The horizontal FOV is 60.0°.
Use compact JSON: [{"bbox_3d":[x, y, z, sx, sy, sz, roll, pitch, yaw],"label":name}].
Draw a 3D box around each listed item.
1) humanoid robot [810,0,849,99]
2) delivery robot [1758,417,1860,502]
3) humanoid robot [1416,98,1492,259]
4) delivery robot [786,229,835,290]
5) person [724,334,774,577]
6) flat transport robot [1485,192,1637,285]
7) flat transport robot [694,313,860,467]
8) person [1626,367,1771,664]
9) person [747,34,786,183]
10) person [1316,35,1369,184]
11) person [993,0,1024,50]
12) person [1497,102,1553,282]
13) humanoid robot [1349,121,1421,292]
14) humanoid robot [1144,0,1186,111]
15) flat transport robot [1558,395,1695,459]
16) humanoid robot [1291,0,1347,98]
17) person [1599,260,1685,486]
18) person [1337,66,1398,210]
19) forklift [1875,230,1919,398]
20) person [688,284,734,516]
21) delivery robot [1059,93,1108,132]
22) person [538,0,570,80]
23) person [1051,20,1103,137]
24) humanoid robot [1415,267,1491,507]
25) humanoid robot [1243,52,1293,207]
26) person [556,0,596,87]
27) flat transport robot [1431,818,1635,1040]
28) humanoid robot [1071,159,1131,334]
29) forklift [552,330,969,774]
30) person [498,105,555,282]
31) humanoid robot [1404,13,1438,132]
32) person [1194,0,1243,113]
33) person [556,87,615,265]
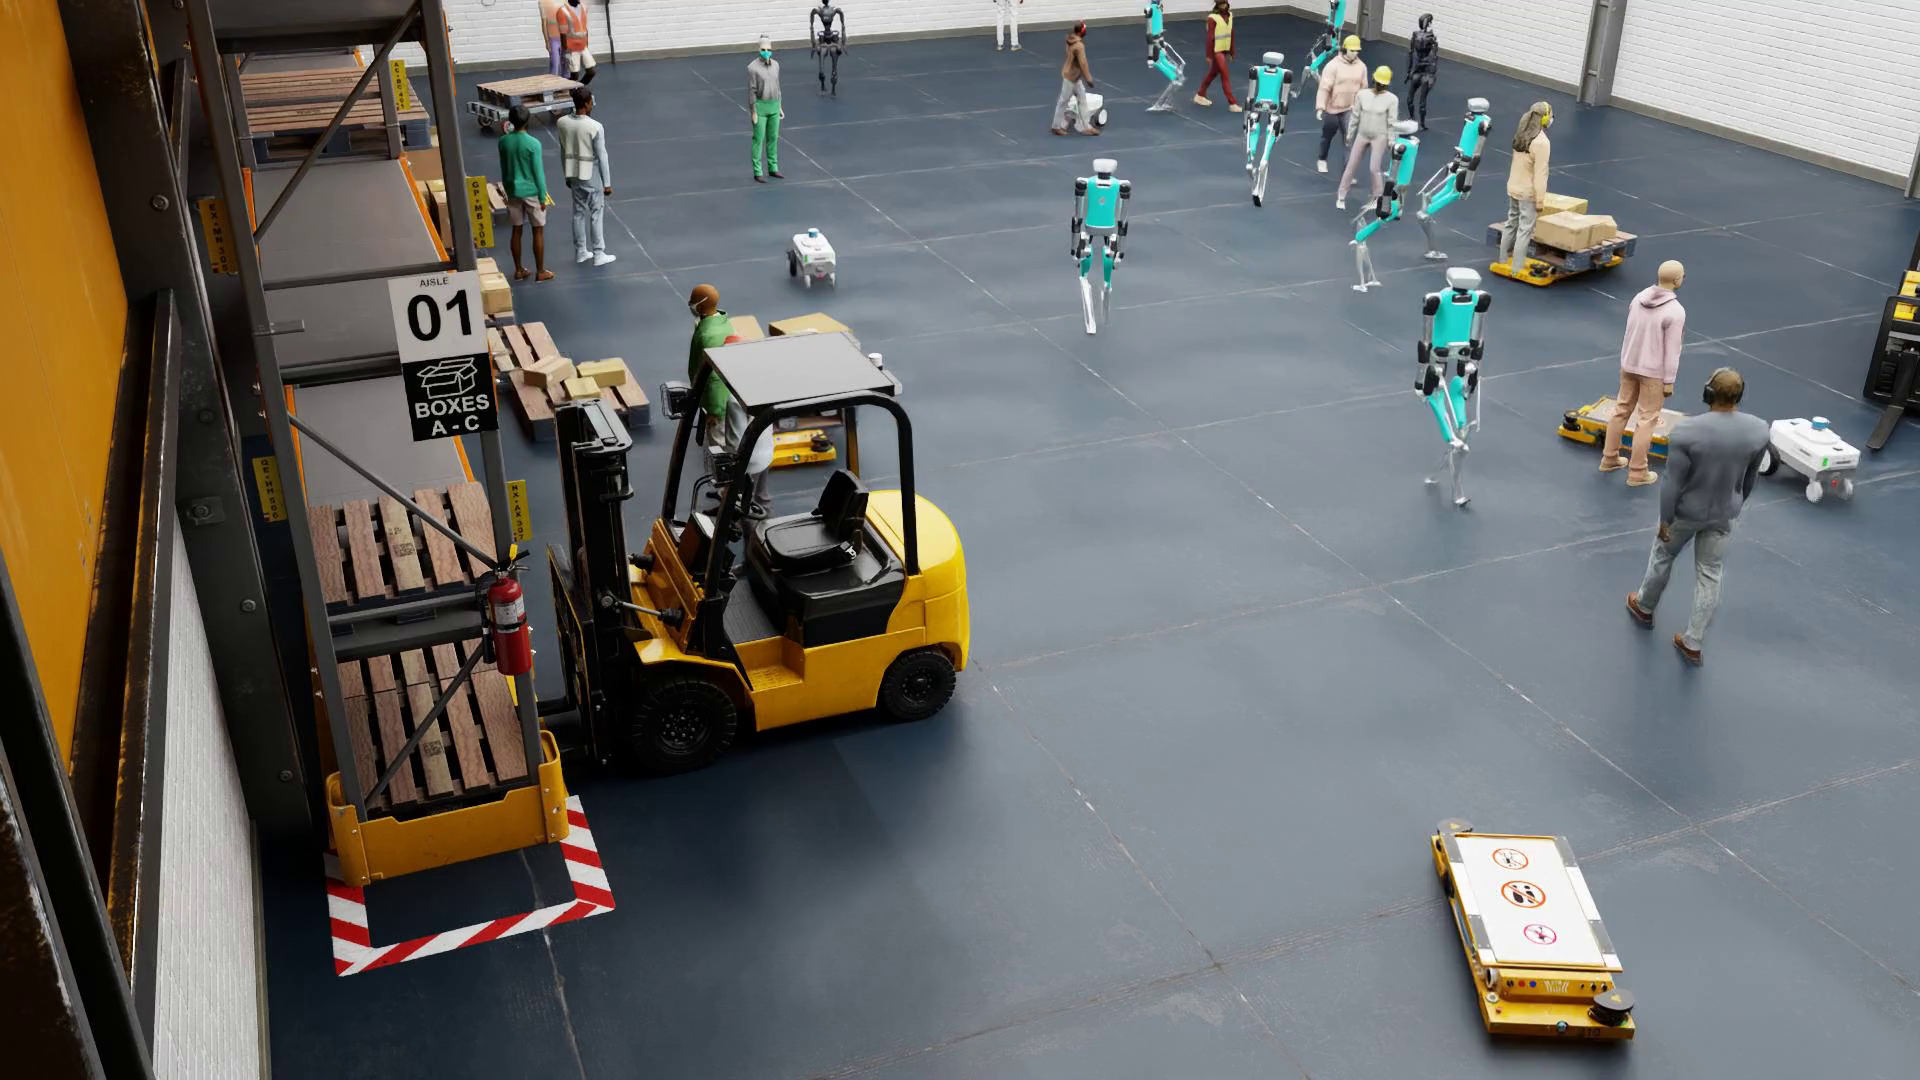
[{"bbox_3d":[-2.013,-7.645,25.635,0.589,1.644,0.356,-1,27,-2],"label":"humanoid robot"},{"bbox_3d":[6.651,-0.675,13.004,0.499,0.589,0.784,-5,27,-10],"label":"delivery robot"},{"bbox_3d":[5.293,-3.911,18.134,0.803,1.761,0.533,-2,27,-5],"label":"humanoid robot"},{"bbox_3d":[-1.555,-3.003,17.664,0.499,0.614,0.798,-7,27,-13],"label":"delivery robot"},{"bbox_3d":[-1.476,-0.587,11.515,0.351,1.738,0.575,8,28,15],"label":"person"},{"bbox_3d":[6.480,-3.045,18.044,1.431,0.231,0.659,-17,32,-31],"label":"flat transport robot"},{"bbox_3d":[-1.520,-0.986,13.950,0.659,0.231,1.431,-7,28,-14],"label":"flat transport robot"},{"bbox_3d":[4.700,-0.221,10.613,0.639,1.904,0.896,2,27,3],"label":"person"},{"bbox_3d":[-2.468,-5.508,21.190,0.513,1.845,0.348,-23,35,-38],"label":"person"},{"bbox_3d":[4.884,-5.540,21.287,0.778,1.813,0.984,-3,27,-6],"label":"person"},{"bbox_3d":[0.841,-9.606,29.294,0.573,1.887,0.355,8,28,15],"label":"person"},{"bbox_3d":[5.936,-3.657,17.484,0.389,1.872,0.568,-6,27,-12],"label":"person"},{"bbox_3d":[4.327,-3.474,17.234,0.685,1.766,0.551,17,31,30],"label":"humanoid robot"},{"bbox_3d":[3.065,-7.203,24.576,0.743,1.705,0.530,13,29,24],"label":"humanoid robot"},{"bbox_3d":[5.758,-0.868,13.713,1.431,0.231,0.659,20,33,34],"label":"flat transport robot"},{"bbox_3d":[5.502,-7.628,25.634,0.794,1.878,0.552,14,30,26],"label":"humanoid robot"},{"bbox_3d":[5.309,-1.298,12.897,0.408,1.775,0.526,-11,29,-22],"label":"person"},{"bbox_3d":[4.916,-4.812,19.924,0.587,1.733,0.437,16,31,28],"label":"person"},{"bbox_3d":[9.029,-2.397,14.618,1.214,2.155,2.313,18,32,32],"label":"forklift"},{"bbox_3d":[-1.814,-1.041,12.373,0.384,1.781,0.550,0,27,-1],"label":"person"},{"bbox_3d":[1.767,-6.249,24.102,0.511,0.598,0.769,21,34,36],"label":"delivery robot"},{"bbox_3d":[-6.160,-7.689,25.545,0.417,1.832,0.562,22,34,37],"label":"person"},{"bbox_3d":[1.649,-6.464,23.347,0.774,1.599,0.437,3,27,6],"label":"person"},{"bbox_3d":[3.809,-1.081,12.601,0.537,1.841,0.825,-6,27,-11],"label":"humanoid robot"},{"bbox_3d":[3.673,-4.960,20.261,0.555,1.788,0.952,8,28,15],"label":"humanoid robot"},{"bbox_3d":[-5.664,-7.277,24.601,0.456,1.941,0.616,16,31,29],"label":"person"},{"bbox_3d":[2.799,1.891,8.225,0.659,0.231,1.431,2,27,3],"label":"flat transport robot"},{"bbox_3d":[1.332,-2.778,16.008,0.552,1.899,0.731,2,27,3],"label":"humanoid robot"},{"bbox_3d":[-1.094,0.010,9.831,2.313,2.155,1.214,-10,28,-20],"label":"forklift"},{"bbox_3d":[-4.563,-3.610,17.428,0.499,1.839,0.411,6,27,11],"label":"person"},{"bbox_3d":[6.593,-6.658,23.677,0.396,1.641,0.584,-15,31,-28],"label":"humanoid robot"},{"bbox_3d":[3.905,-7.339,24.983,0.521,1.712,0.965,-23,35,-38],"label":"person"},{"bbox_3d":[-4.034,-3.913,17.952,0.595,1.908,0.408,12,29,22],"label":"person"}]
